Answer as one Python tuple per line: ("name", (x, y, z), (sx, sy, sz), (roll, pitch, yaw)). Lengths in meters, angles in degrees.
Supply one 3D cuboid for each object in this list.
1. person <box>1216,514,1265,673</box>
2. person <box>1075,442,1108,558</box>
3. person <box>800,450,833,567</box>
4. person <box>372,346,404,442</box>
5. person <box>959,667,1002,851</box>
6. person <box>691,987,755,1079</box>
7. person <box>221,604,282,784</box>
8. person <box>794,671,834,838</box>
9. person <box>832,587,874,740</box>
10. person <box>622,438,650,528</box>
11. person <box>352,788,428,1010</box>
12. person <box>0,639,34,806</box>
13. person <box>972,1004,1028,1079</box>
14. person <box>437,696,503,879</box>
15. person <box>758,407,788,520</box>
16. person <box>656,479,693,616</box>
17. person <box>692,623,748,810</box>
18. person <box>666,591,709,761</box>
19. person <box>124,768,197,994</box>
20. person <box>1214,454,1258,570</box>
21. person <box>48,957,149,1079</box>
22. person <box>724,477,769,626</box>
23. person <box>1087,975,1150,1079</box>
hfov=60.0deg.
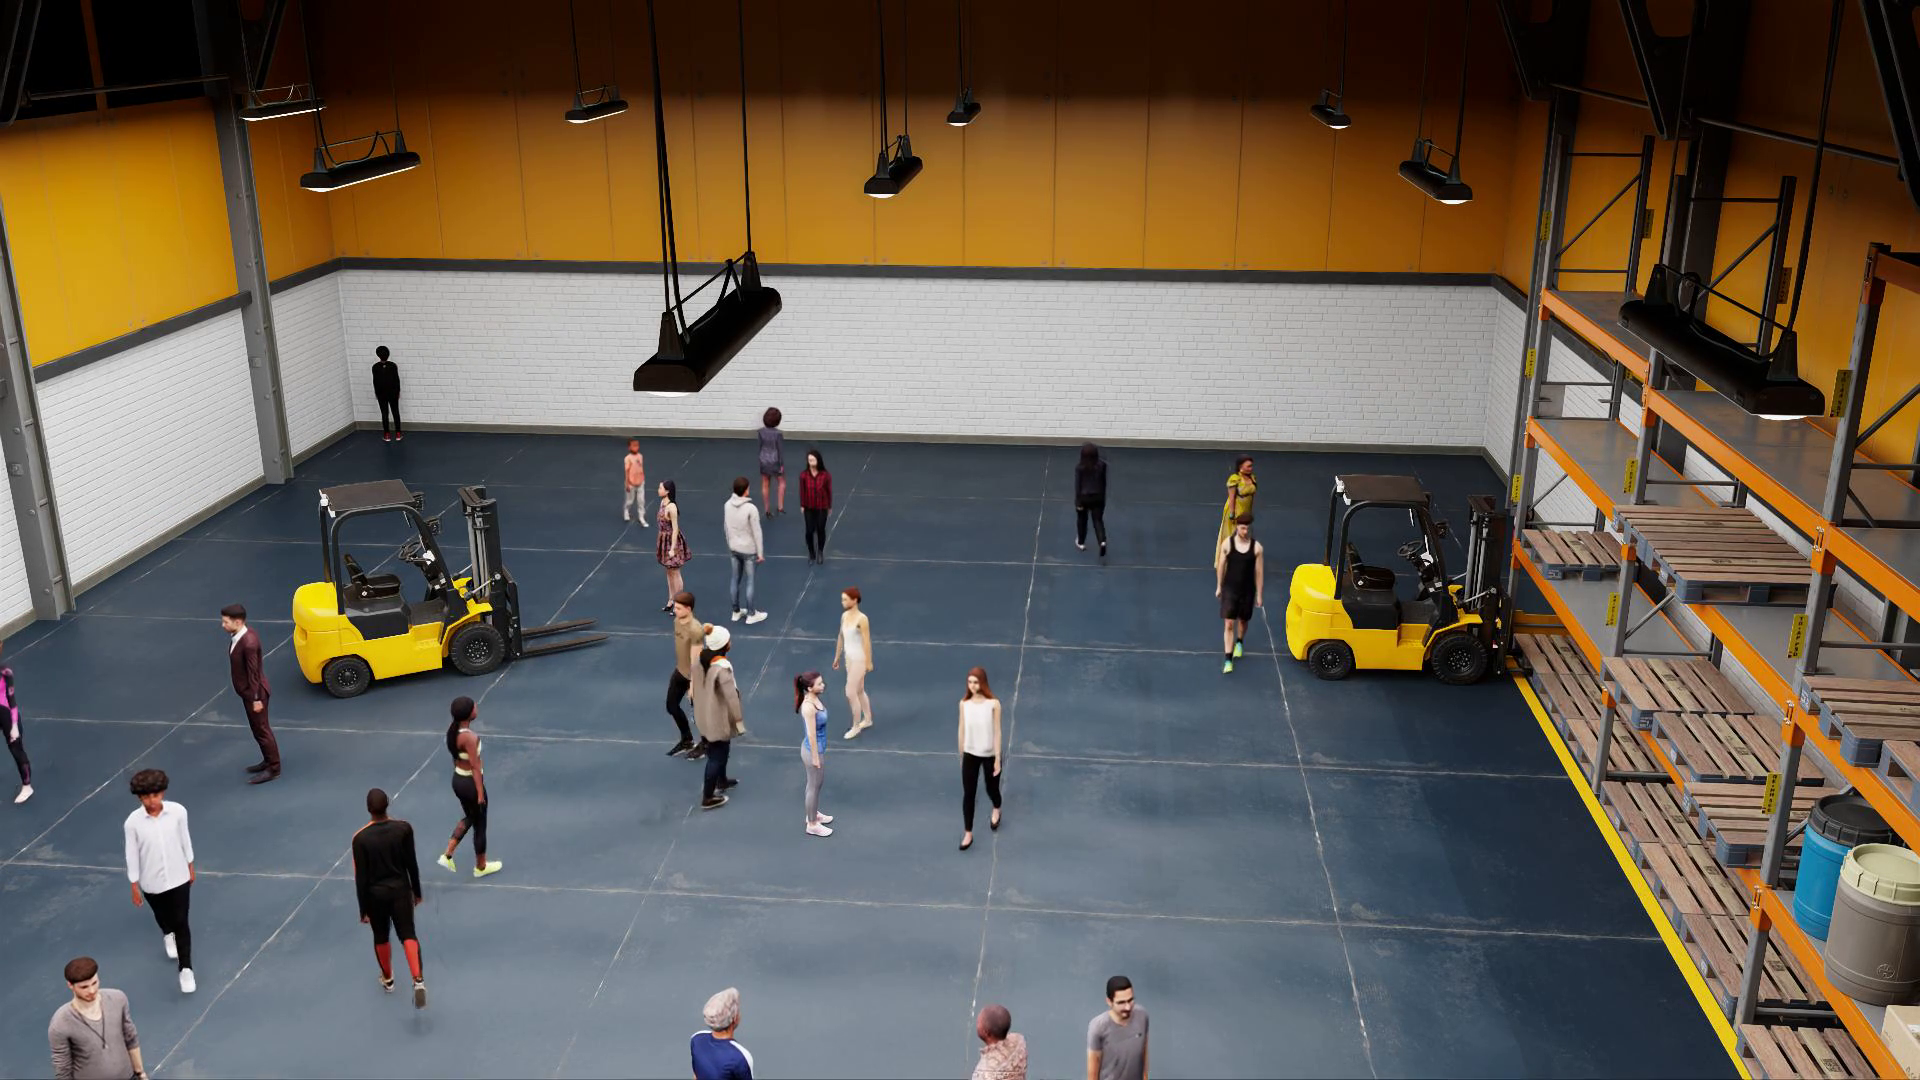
("person", (3.251, 0.575, 19.280), (0.780, 1.835, 1.196), (4, 19, 10))
("person", (1.839, -0.533, 22.958), (0.844, 1.586, 1.120), (-4, 19, -12))
("person", (-1.954, -0.469, 22.681), (0.624, 1.643, 0.632), (-2, 19, -5))
("person", (-9.913, -2.550, 28.809), (0.684, 1.675, 0.702), (-9, 20, -24))
("person", (0.225, 1.971, 15.338), (0.709, 1.706, 0.978), (6, 20, 17))
("person", (-1.452, 3.614, 10.281), (0.706, 1.820, 0.701), (11, 22, 30))
("person", (-7.013, 1.493, 16.520), (0.828, 1.856, 0.724), (-10, 21, -27))
("person", (-1.359, 1.965, 15.505), (0.644, 1.610, 0.517), (-1, 19, -2))
("person", (-1.024, 1.258, 17.579), (0.819, 1.627, 0.763), (-16, 24, -39))
("person", (-4.799, -0.854, 24.366), (0.807, 1.296, 0.879), (-15, 24, -37))
("person", (-4.376, 2.781, 12.809), (1.015, 1.785, 1.165), (-11, 21, -29))
("person", (-9.191, 1.719, 16.044), (0.593, 1.732, 0.796), (0, 19, 0))
("person", (0.330, 3.668, 10.167), (1.007, 1.789, 1.141), (9, 21, 25))
("person", (-4.385, 2.204, 14.584), (0.824, 1.746, 0.906), (17, 25, 41))
("person", (-2.815, -1.087, 24.451), (0.728, 1.684, 0.753), (7, 20, 19))
("person", (-3.636, 0.081, 20.841), (0.860, 1.774, 0.784), (-10, 21, -27))
("person", (-2.427, 1.689, 15.907), (1.000, 1.876, 0.940), (-15, 24, -38))
("person", (-2.660, 1.359, 16.942), (0.893, 1.841, 0.828), (-14, 23, -35))
("person", (-6.367, 2.639, 13.260), (1.057, 1.766, 1.232), (-10, 21, -28))
("person", (3.749, -0.357, 22.333), (0.994, 1.654, 1.072), (-17, 25, -41))
("person", (-5.447, 3.474, 10.570), (0.820, 1.900, 0.693), (13, 23, 34))
("person", (-2.700, 0.115, 20.619), (0.749, 1.851, 0.712), (9, 21, 26))
("person", (0.979, 3.520, 10.681), (0.793, 1.741, 0.847), (-10, 21, -27))
